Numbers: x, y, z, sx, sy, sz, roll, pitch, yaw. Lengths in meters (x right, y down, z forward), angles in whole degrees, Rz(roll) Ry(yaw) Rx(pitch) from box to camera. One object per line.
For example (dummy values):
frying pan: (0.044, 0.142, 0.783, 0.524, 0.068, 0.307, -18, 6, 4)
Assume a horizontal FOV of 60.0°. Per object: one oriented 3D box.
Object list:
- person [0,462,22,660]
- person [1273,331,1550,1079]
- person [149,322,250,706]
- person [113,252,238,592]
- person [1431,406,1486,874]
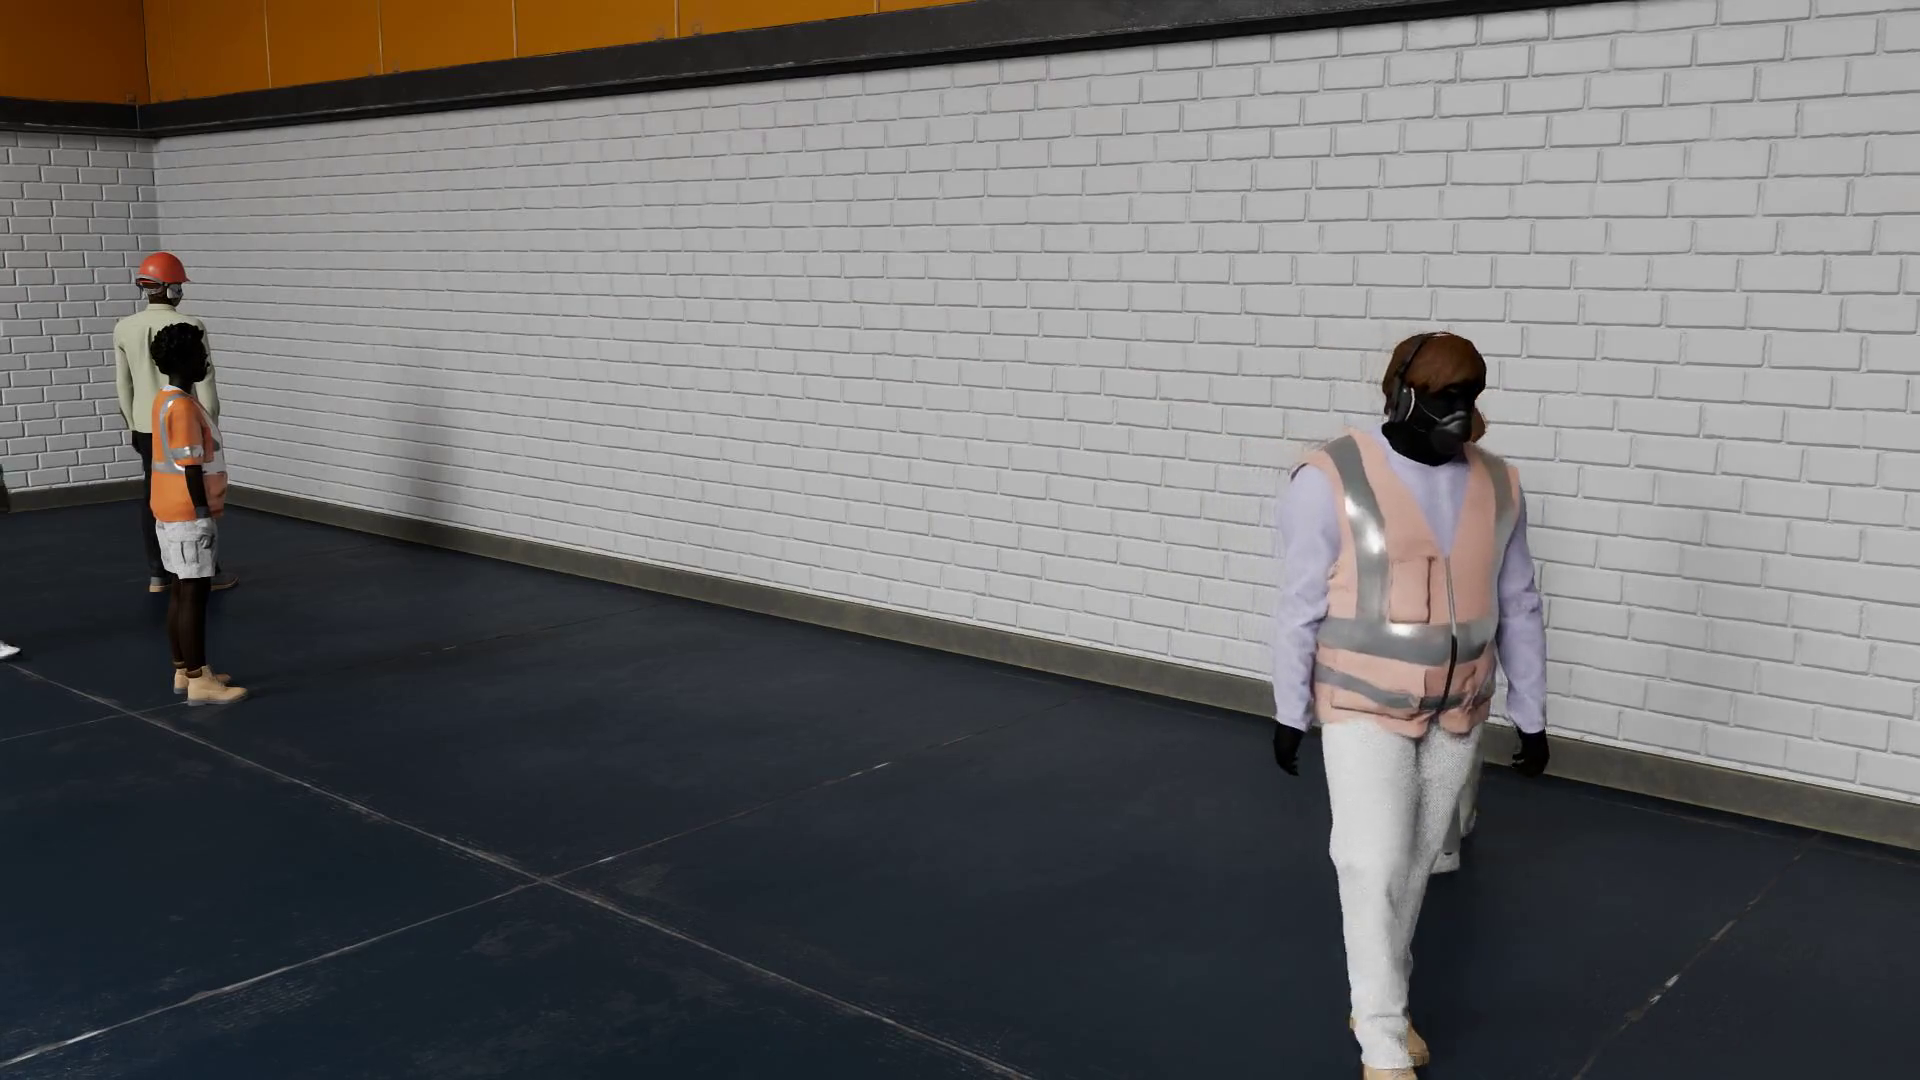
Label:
person: (-4.840, -0.213, 8.153, 0.633, 1.617, 0.545, 1, 10, 4)
person: (1.125, 0.435, 3.909, 0.660, 1.822, 0.713, -3, 10, -17)
person: (-3.424, -0.114, 7.414, 0.319, 1.696, 0.532, -7, 12, -34)
person: (-4.619, -0.679, 9.773, 0.609, 1.996, 0.379, 2, 10, 10)
person: (1.629, 0.261, 5.526, 0.298, 1.611, 0.726, 6, 12, 32)
